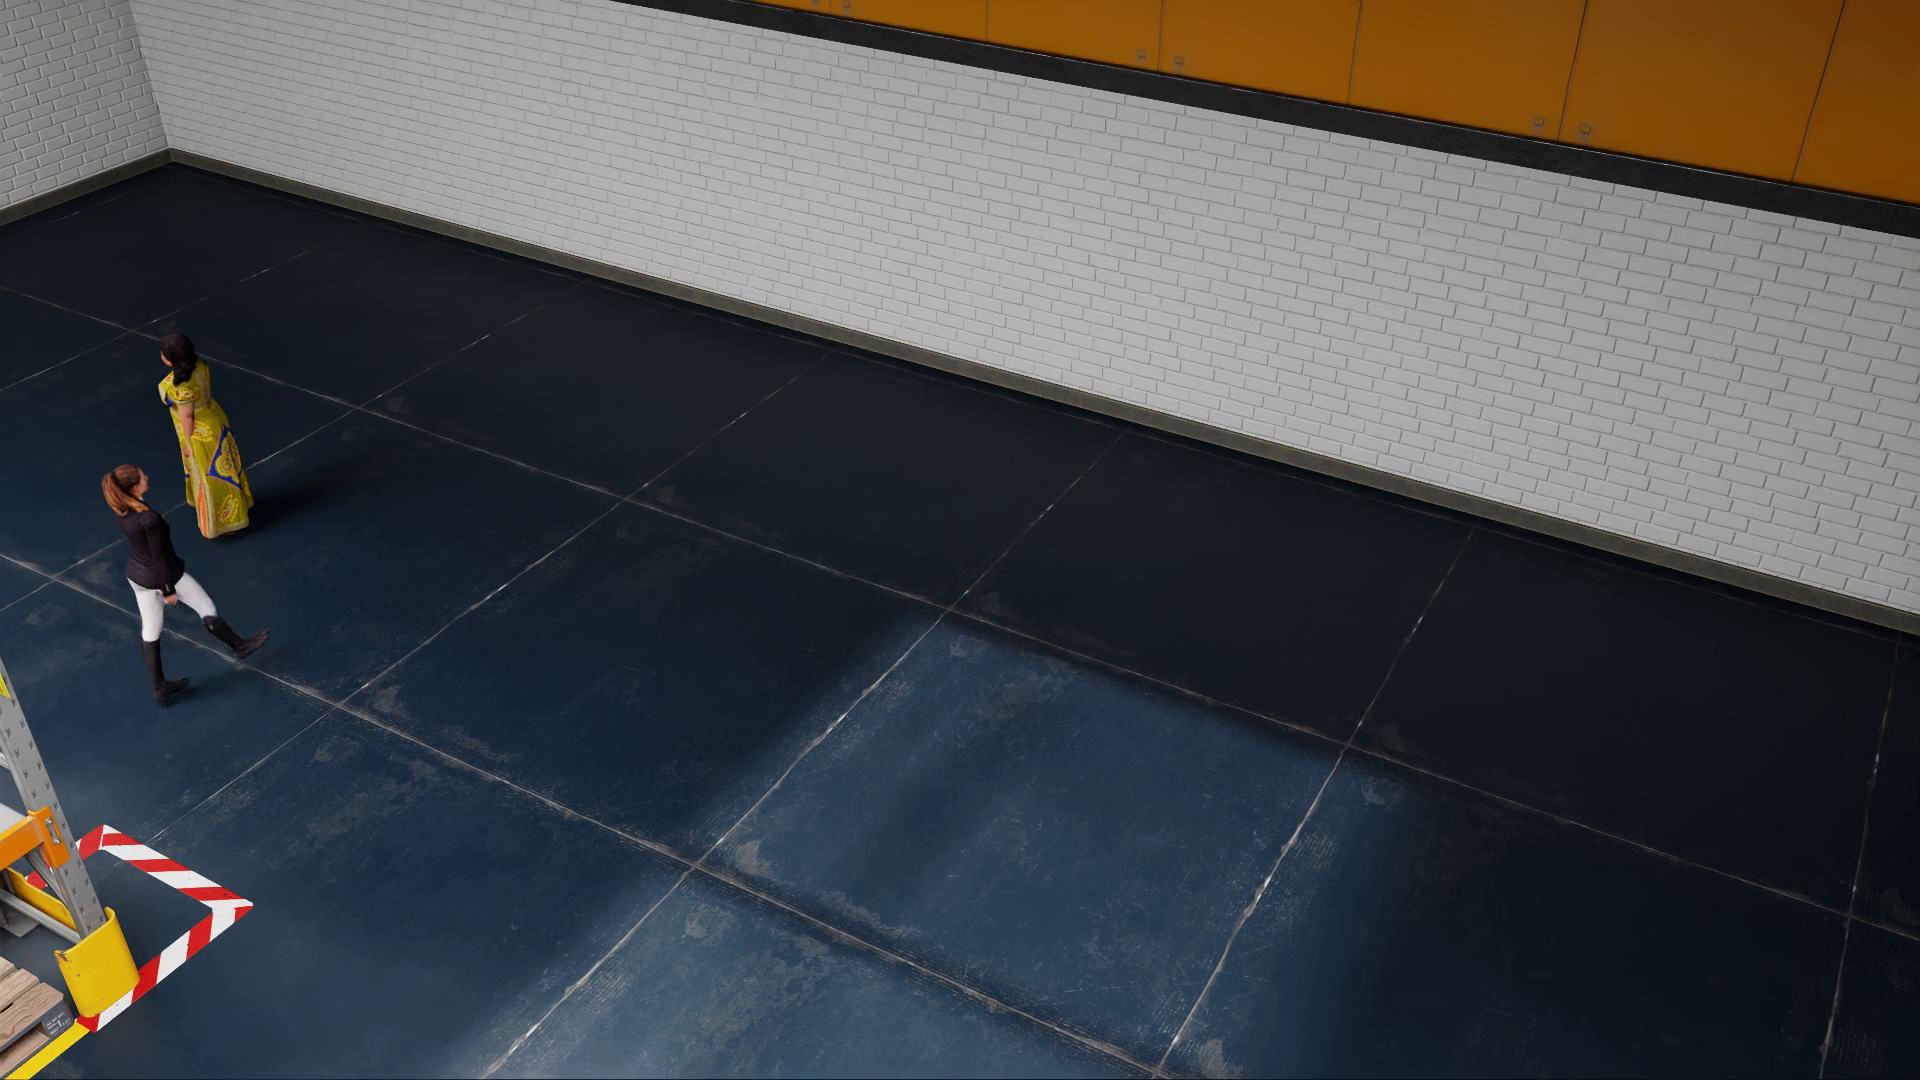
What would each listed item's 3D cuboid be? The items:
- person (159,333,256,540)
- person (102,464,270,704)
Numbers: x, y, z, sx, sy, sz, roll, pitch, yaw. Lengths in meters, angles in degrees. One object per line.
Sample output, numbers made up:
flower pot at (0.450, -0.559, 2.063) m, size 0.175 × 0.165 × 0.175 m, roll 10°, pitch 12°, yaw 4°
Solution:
person at (-5.715, -0.815, 12.538) m, size 1.060 × 1.661 × 0.960 m, roll -2°, pitch 34°, yaw -4°
person at (-5.283, 0.326, 10.792) m, size 0.647 × 1.694 × 1.068 m, roll 22°, pitch 39°, yaw 29°
